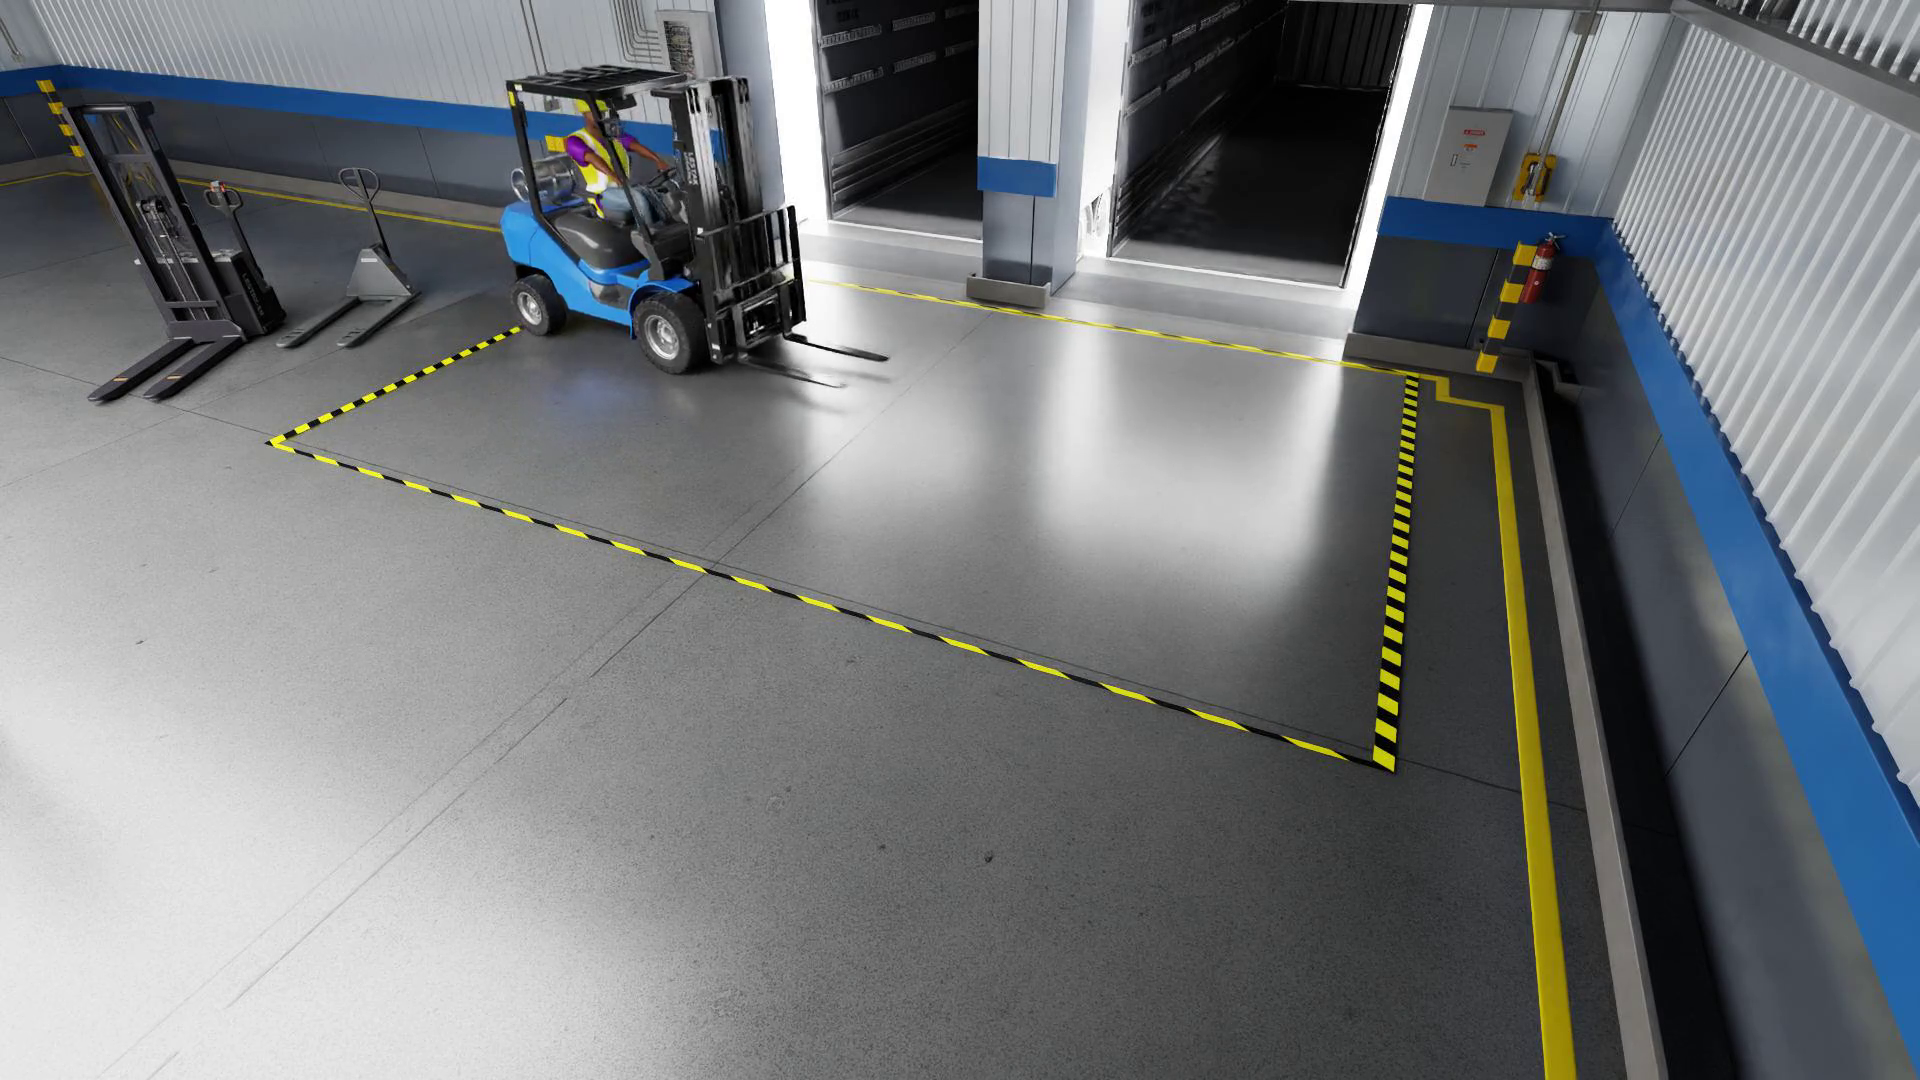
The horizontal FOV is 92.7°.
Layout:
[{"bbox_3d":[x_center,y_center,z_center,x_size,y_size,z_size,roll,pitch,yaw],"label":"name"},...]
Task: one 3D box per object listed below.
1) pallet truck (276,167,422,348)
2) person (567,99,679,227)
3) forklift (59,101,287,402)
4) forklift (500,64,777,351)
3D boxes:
[{"bbox_3d":[-5.732,-2.611,8.414,0.680,1.201,1.601,-1,35,-1],"label":"pallet truck"},{"bbox_3d":[-2.760,-3.030,7.717,1.004,1.294,0.635,19,39,25],"label":"person"},{"bbox_3d":[-6.686,-2.387,7.434,0.823,1.965,1.885,-3,35,-5],"label":"forklift"},{"bbox_3d":[-2.807,-2.898,7.855,2.680,2.036,1.157,19,39,25],"label":"forklift"}]
